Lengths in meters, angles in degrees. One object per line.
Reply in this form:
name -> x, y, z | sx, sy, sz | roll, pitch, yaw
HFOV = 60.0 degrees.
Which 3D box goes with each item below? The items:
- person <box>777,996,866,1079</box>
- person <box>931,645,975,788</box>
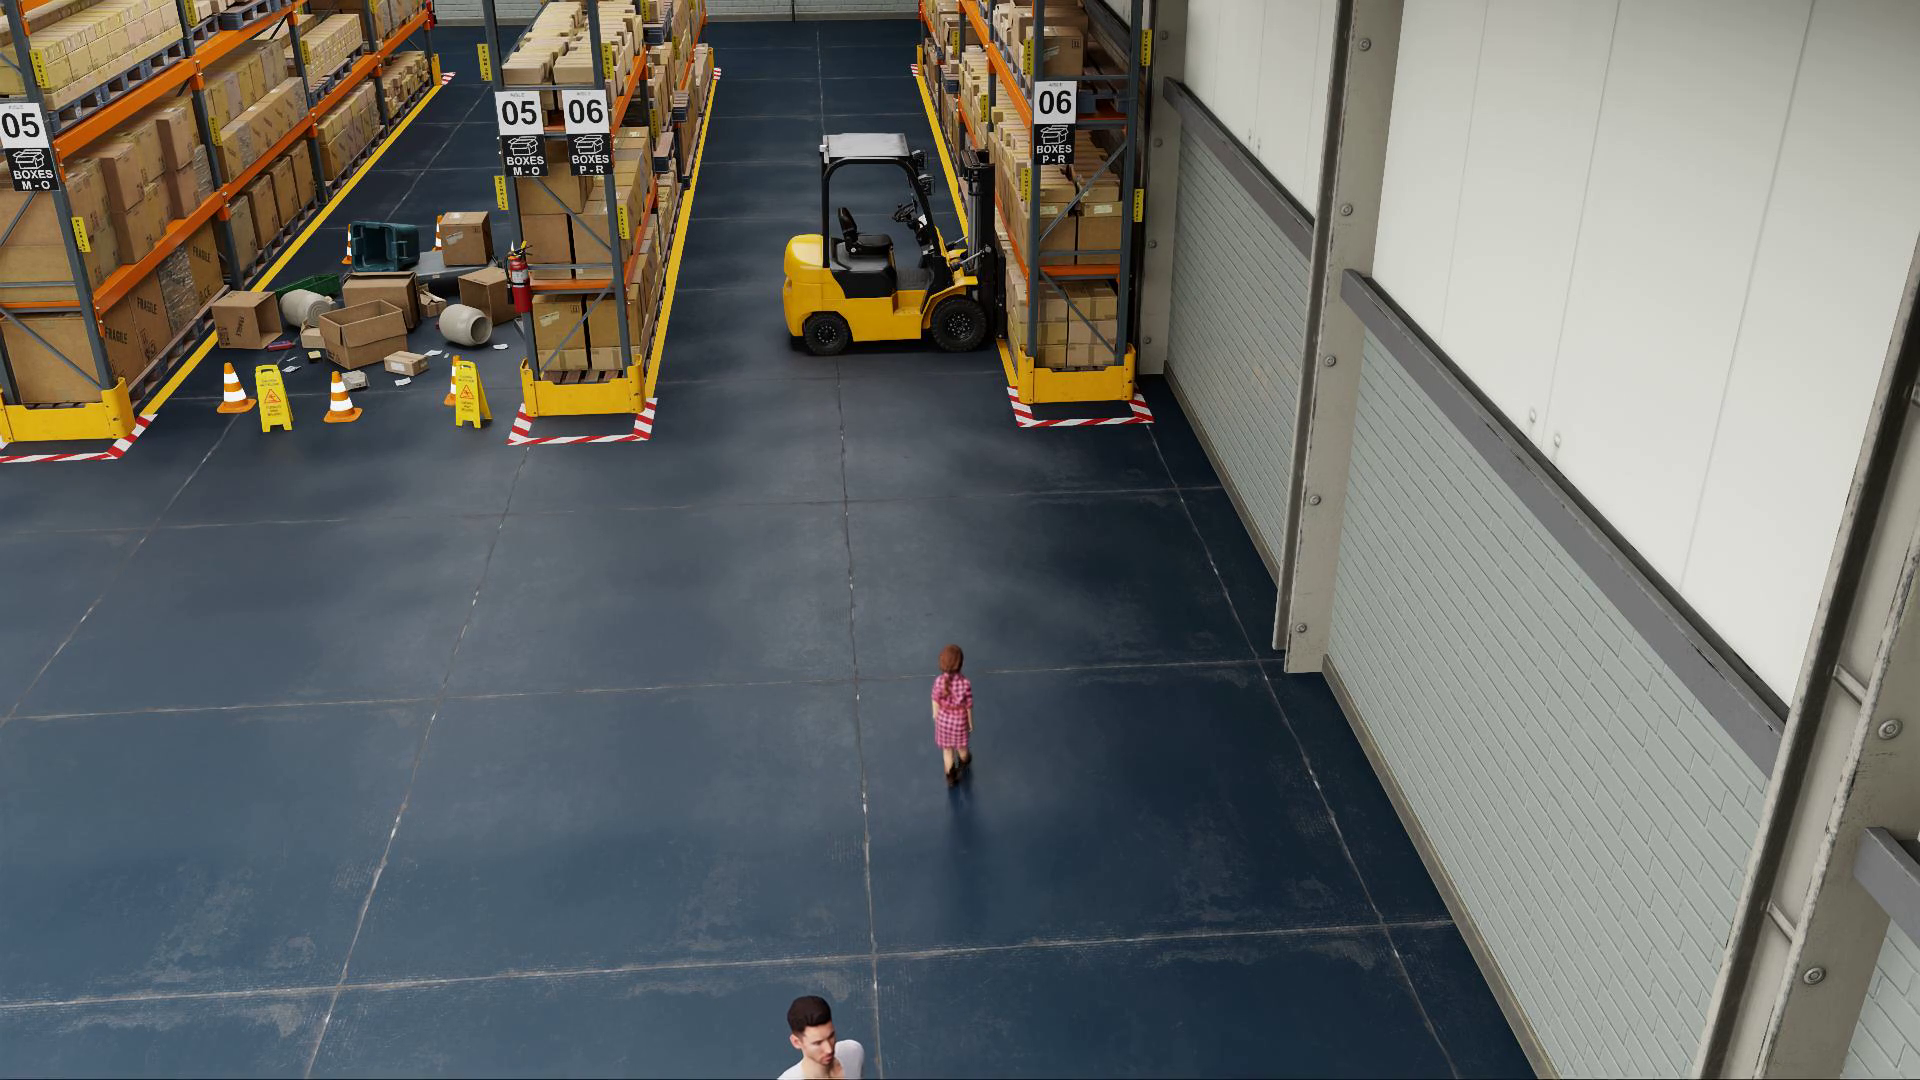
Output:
person -> -0.580, 2.657, 7.003 | 0.800, 1.855, 0.760 | 24, 36, 38
person -> -0.055, 1.164, 10.819 | 0.515, 1.015, 0.625 | 5, 28, 9
